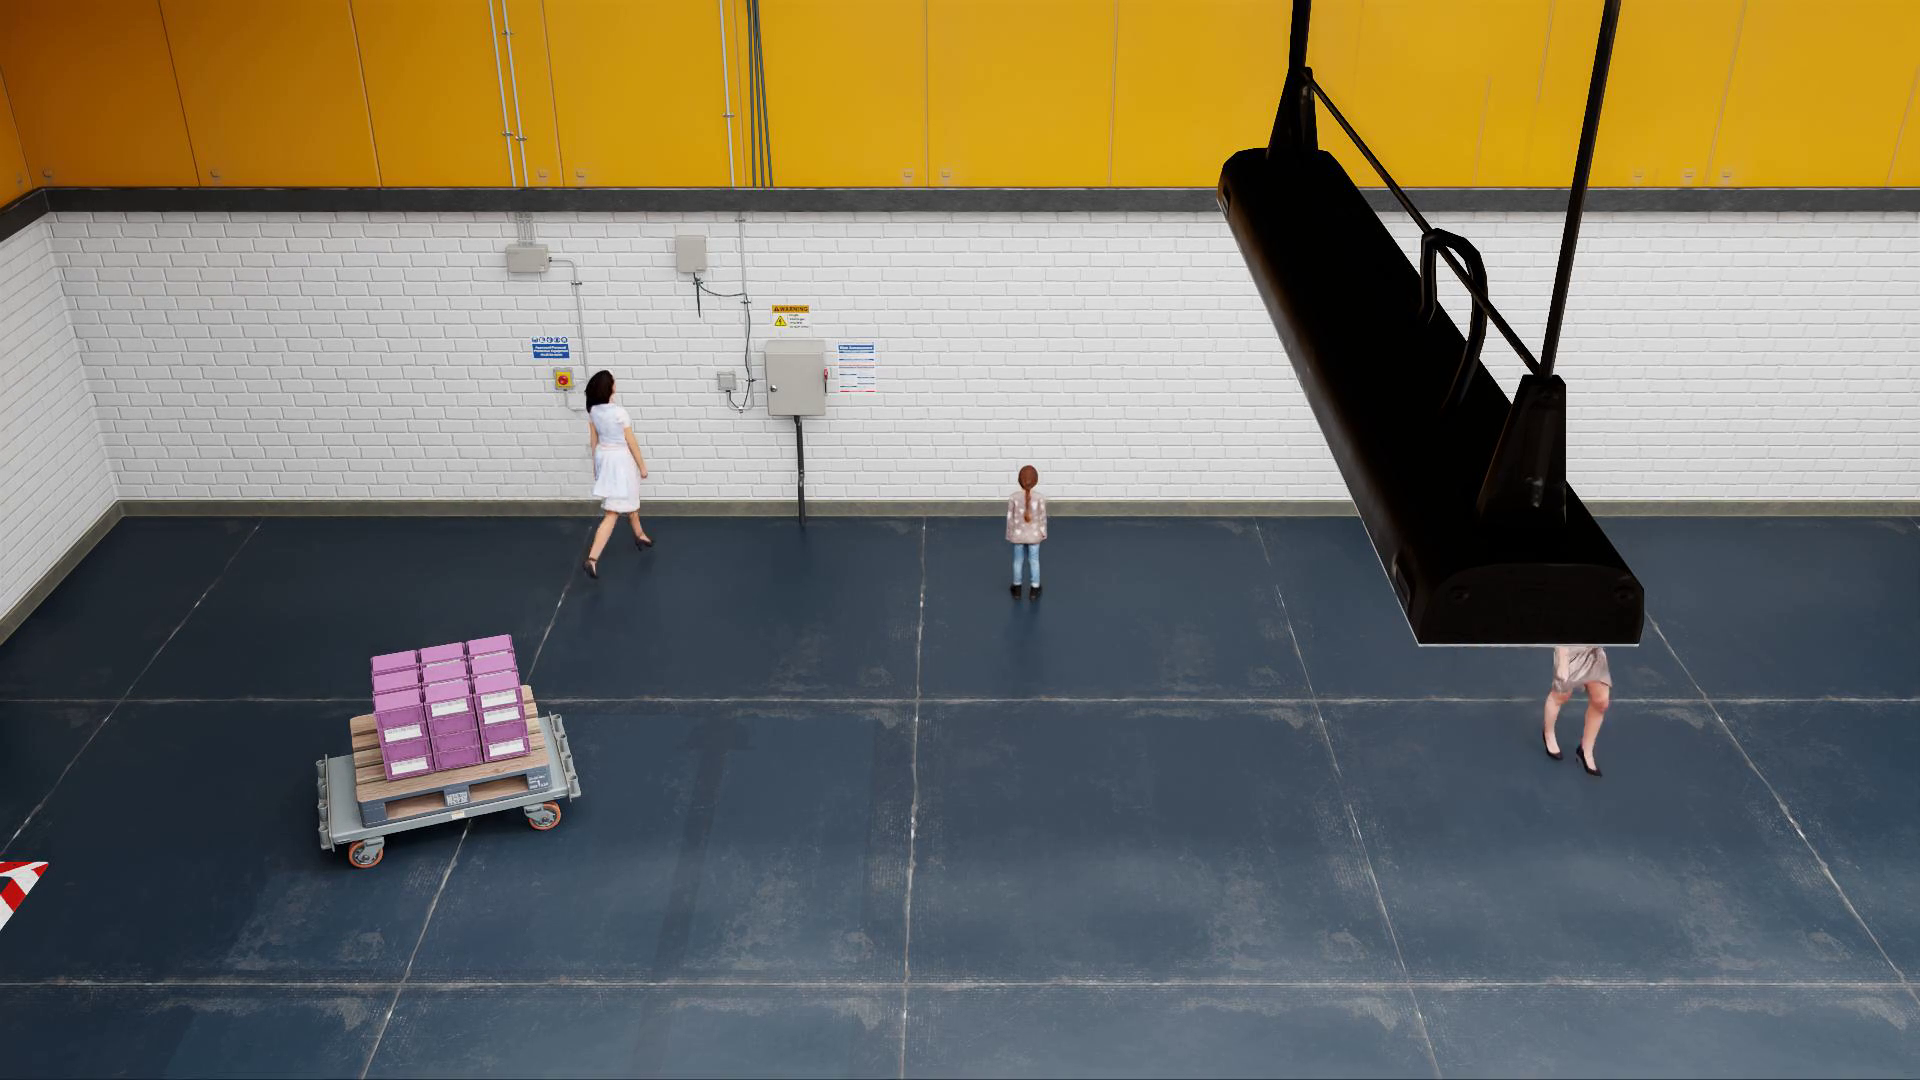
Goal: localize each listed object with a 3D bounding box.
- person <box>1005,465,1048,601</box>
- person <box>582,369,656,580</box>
[{"bbox_3d":[0.538,-0.064,13.608,0.487,1.194,0.448,0,29,1],"label":"person"},{"bbox_3d":[-2.902,-0.504,13.809,1.085,1.775,1.270,18,33,29],"label":"person"}]
